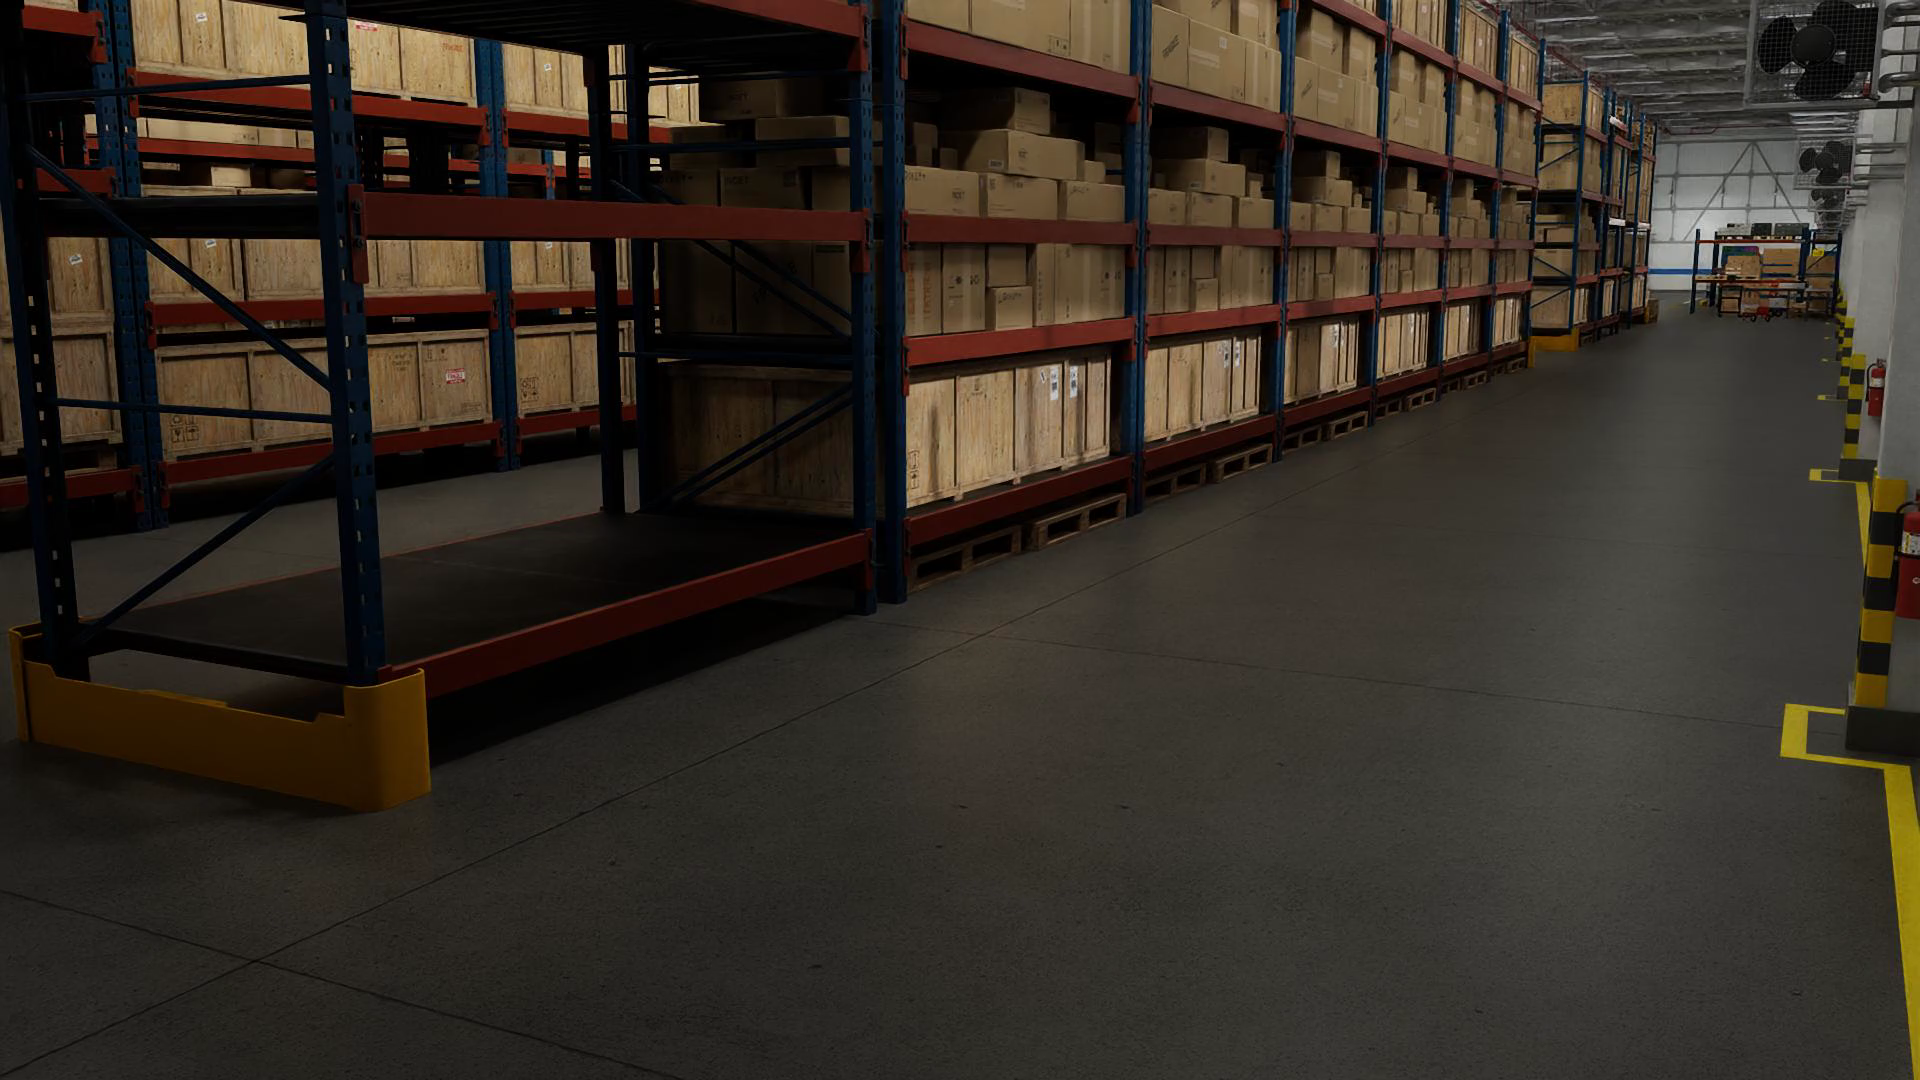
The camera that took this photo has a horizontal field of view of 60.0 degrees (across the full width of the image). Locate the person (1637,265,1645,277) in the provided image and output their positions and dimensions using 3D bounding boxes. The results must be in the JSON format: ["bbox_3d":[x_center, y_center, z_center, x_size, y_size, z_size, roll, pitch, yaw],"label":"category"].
[{"bbox_3d":[33.499,-12.902,81.849,0.561,1.901,0.858,1,10,8],"label":"person"}]

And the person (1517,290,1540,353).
[{"bbox_3d":[12.272,-5.051,36.464,0.873,1.895,0.596,6,11,29],"label":"person"}]
